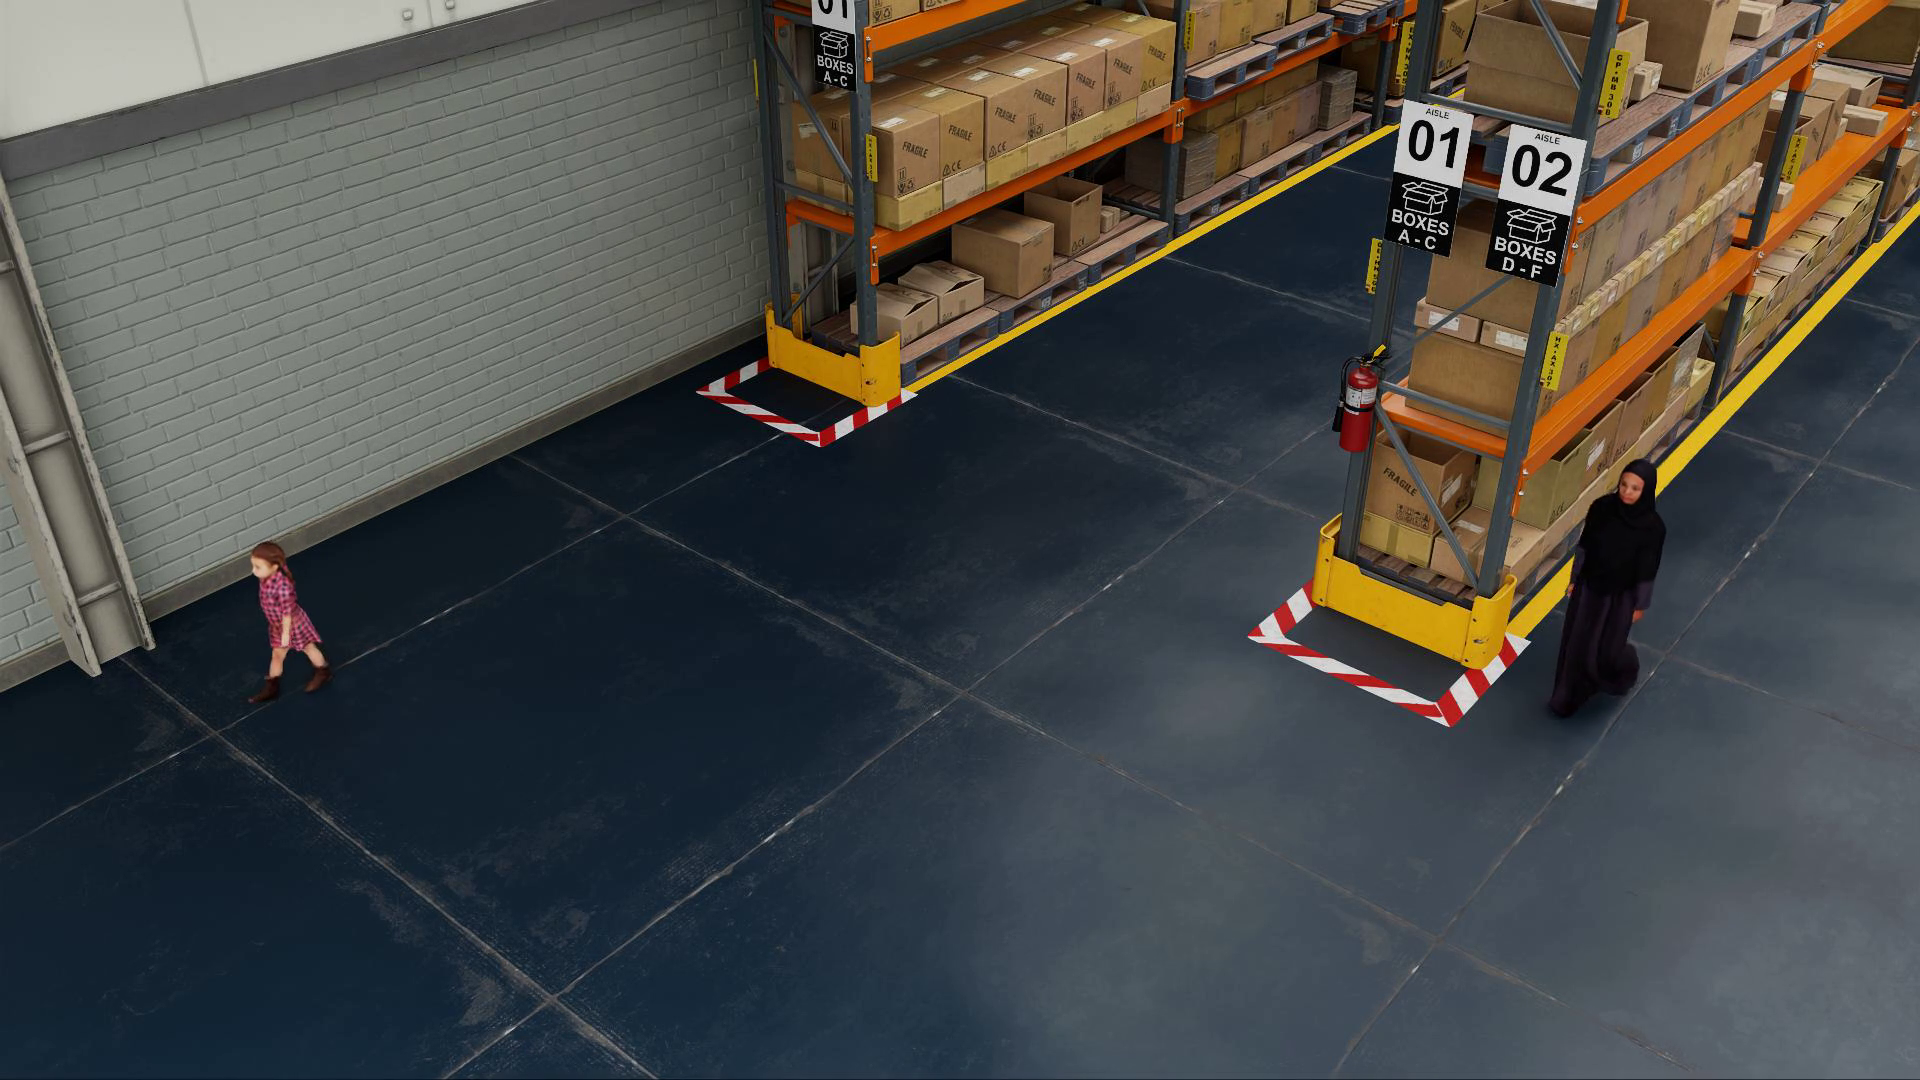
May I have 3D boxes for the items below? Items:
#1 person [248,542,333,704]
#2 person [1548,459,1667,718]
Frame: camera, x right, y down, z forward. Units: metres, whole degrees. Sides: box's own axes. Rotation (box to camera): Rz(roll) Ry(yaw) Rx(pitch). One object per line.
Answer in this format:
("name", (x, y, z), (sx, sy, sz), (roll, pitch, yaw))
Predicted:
("person", (-3.771, 0.442, 9.445), (0.442, 1.001, 0.695), (22, 39, 30))
("person", (3.626, 0.241, 9.198), (0.840, 1.608, 0.680), (-25, 40, -33))
